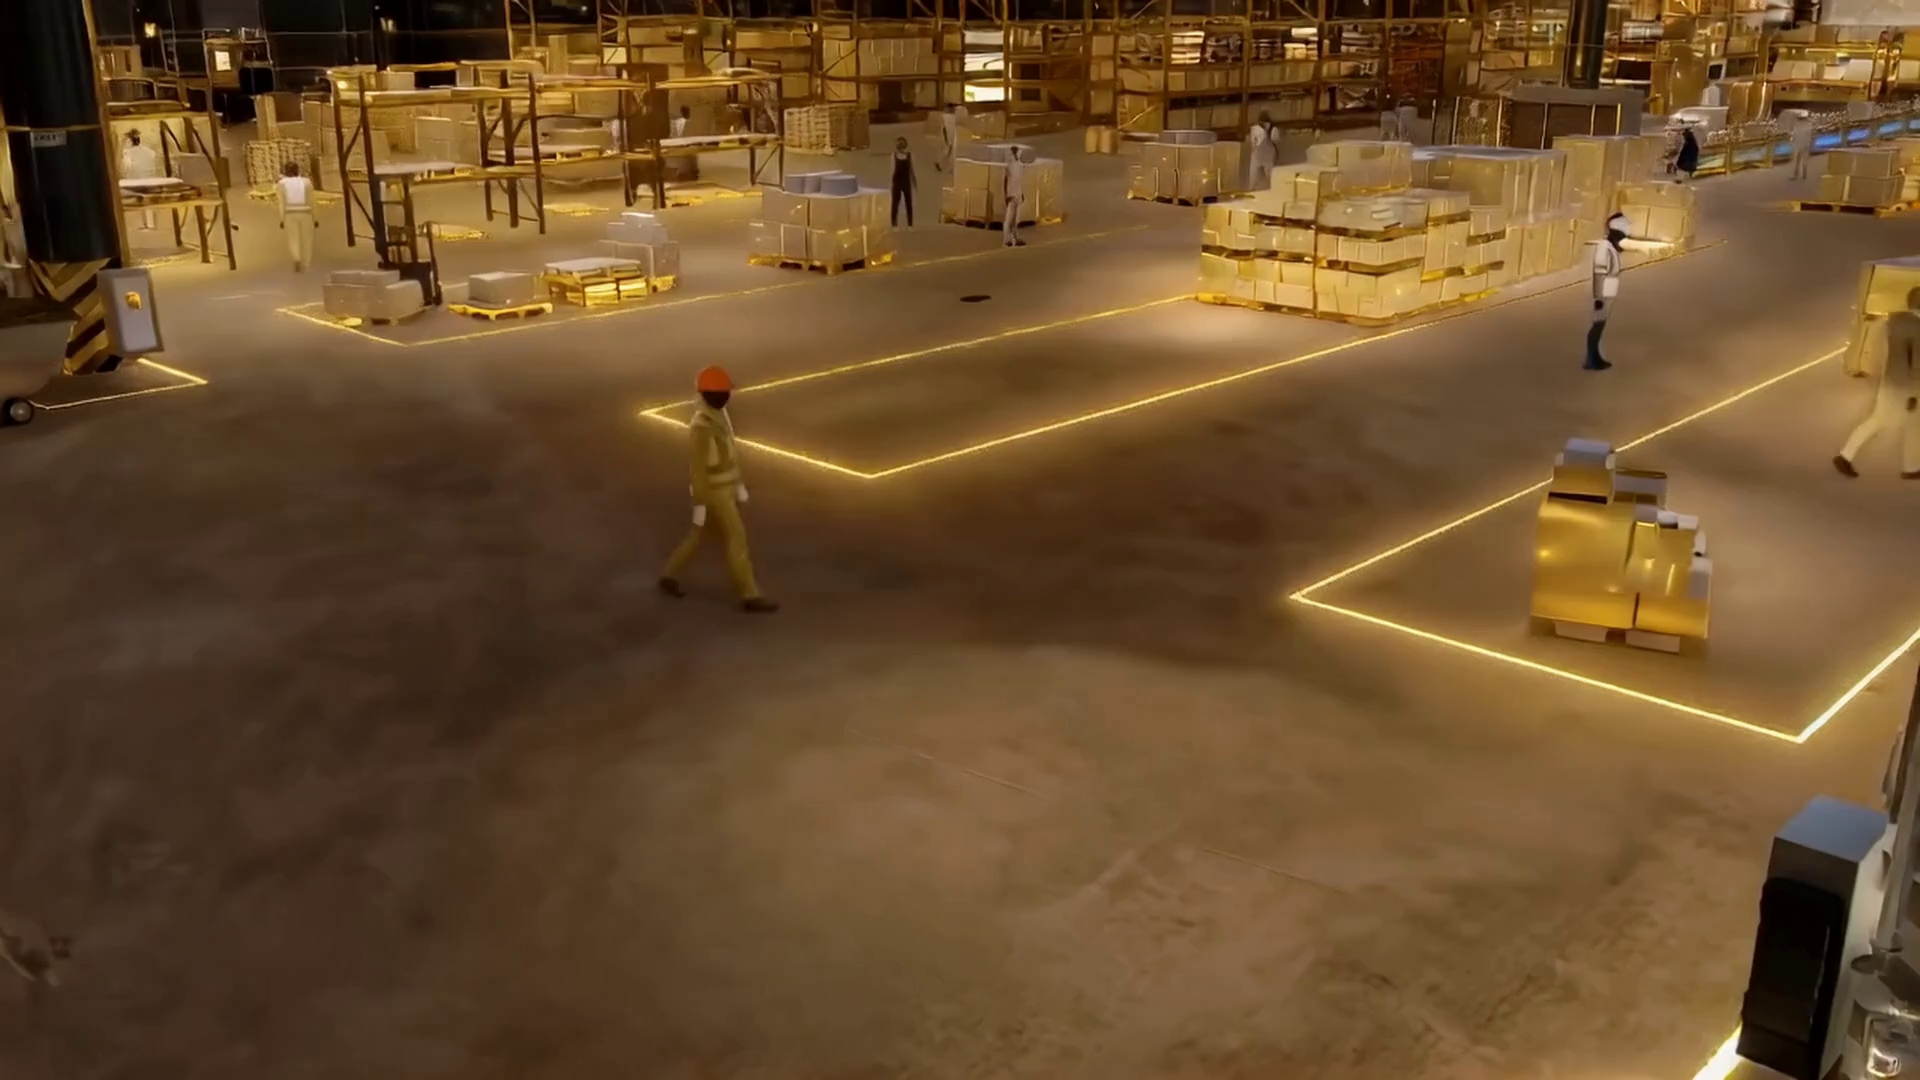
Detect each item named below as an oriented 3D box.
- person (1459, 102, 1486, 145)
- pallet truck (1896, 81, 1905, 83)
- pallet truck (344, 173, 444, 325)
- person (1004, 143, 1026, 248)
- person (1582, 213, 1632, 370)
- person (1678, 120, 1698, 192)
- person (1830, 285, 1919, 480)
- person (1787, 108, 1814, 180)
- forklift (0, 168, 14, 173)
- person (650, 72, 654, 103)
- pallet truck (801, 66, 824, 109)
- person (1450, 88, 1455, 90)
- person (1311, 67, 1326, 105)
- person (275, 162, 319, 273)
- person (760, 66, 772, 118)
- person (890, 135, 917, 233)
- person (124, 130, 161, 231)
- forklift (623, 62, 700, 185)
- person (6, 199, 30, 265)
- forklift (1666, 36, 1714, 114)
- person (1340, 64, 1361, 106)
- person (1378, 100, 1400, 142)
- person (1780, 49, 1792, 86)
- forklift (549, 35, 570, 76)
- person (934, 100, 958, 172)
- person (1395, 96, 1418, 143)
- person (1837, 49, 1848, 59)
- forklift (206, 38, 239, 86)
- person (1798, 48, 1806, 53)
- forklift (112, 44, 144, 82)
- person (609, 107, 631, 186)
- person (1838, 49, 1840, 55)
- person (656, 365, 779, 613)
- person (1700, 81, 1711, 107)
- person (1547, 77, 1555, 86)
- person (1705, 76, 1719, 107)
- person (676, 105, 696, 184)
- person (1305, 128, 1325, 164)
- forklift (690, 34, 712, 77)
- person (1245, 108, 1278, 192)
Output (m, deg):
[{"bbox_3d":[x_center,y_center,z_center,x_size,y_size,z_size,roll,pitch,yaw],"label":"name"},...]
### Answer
[{"bbox_3d":[12.191,-9.449,39.677,0.609,1.964,0.367,7,20,21],"label":"person"},{"bbox_3d":[34.802,-16.331,61.455,0.653,1.274,1.630,17,25,41],"label":"pallet truck"},{"bbox_3d":[-8.209,-4.181,23.757,0.823,1.965,1.885,3,19,9],"label":"pallet truck"},{"bbox_3d":[1.015,-6.258,30.219,0.335,1.869,0.553,14,23,36],"label":"person"},{"bbox_3d":[7.979,-3.058,20.494,0.388,1.929,0.540,14,23,35],"label":"person"},{"bbox_3d":[14.747,-7.517,33.829,0.405,1.982,0.622,6,19,17],"label":"person"},{"bbox_3d":[8.890,-1.487,15.797,0.959,1.908,0.640,-2,18,-5],"label":"person"},{"bbox_3d":[20.668,-9.725,40.845,0.583,1.745,0.534,-15,24,-38],"label":"person"},{"bbox_3d":[-24.914,-10.604,41.730,1.129,2.768,1.873,17,25,41],"label":"forklift"},{"bbox_3d":[-10.457,-14.906,56.301,0.977,1.862,0.606,0,18,1],"label":"person"},{"bbox_3d":[-4.812,-15.182,56.903,0.823,1.965,1.885,-9,21,-26],"label":"pallet truck"},{"bbox_3d":[23.006,-22.000,77.536,0.358,1.938,0.636,7,19,19],"label":"person"},{"bbox_3d":[14.508,-18.682,67.406,0.736,2.027,0.617,9,21,26],"label":"person"},{"bbox_3d":[-10.888,-5.293,27.382,0.654,1.821,0.502,-6,19,-19],"label":"person"},{"bbox_3d":[-7.083,-16.332,60.616,0.428,1.843,0.629,2,19,7],"label":"person"},{"bbox_3d":[-1.103,-6.857,32.065,0.512,1.845,0.354,-4,19,-12],"label":"person"},{"bbox_3d":[-15.898,-6.997,32.352,0.364,1.928,0.587,15,23,37],"label":"person"},{"bbox_3d":[-7.392,-10.124,40.283,1.129,2.768,1.873,17,25,41],"label":"forklift"},{"bbox_3d":[-13.303,-4.039,23.819,0.539,1.683,0.540,8,20,22],"label":"person"},{"bbox_3d":[27.341,-17.291,61.877,1.129,2.768,1.873,17,25,41],"label":"forklift"},{"bbox_3d":[15.754,-18.312,66.842,0.801,1.666,0.571,8,20,23],"label":"person"},{"bbox_3d":[11.529,-10.980,44.742,0.550,1.675,0.563,1,18,4],"label":"person"},{"bbox_3d":[40.068,-22.894,80.501,0.309,1.769,0.523,-11,21,-29],"label":"person"},{"bbox_3d":[-15.076,-17.613,62.846,1.873,2.768,1.129,4,19,13],"label":"forklift"},{"bbox_3d":[-0.275,-10.279,42.394,0.926,1.833,0.529,8,20,23],"label":"person"},{"bbox_3d":[12.215,-11.272,45.556,0.635,1.702,0.905,8,20,23],"label":"person"},{"bbox_3d":[40.860,-21.922,77.328,0.606,1.924,0.773,-2,18,-6],"label":"person"},{"bbox_3d":[-26.343,-16.562,59.682,1.873,2.768,1.129,17,25,41],"label":"forklift"},{"bbox_3d":[41.397,-23.418,81.895,0.564,1.883,1.005,16,24,39],"label":"person"},{"bbox_3d":[-26.352,-14.342,52.992,1.873,2.768,1.129,4,19,11],"label":"forklift"},{"bbox_3d":[-8.065,-9.349,39.549,0.587,1.867,0.698,16,24,40],"label":"person"},{"bbox_3d":[41.181,-22.283,78.298,0.378,1.996,0.610,14,23,36],"label":"person"},{"bbox_3d":[-1.893,-0.389,12.479,0.963,1.917,0.596,1,18,4],"label":"person"},{"bbox_3d":[24.541,-14.318,54.891,0.513,1.620,0.595,-14,23,-35],"label":"person"},{"bbox_3d":[19.008,-14.026,53.730,0.605,1.786,0.893,14,23,36],"label":"person"},{"bbox_3d":[23.687,-13.644,52.418,0.410,1.906,0.642,10,21,27],"label":"person"},{"bbox_3d":[-6.542,-9.391,39.623,0.448,1.890,0.608,-10,21,-27],"label":"person"},{"bbox_3d":[6.977,-7.077,32.576,0.547,1.938,0.379,-5,19,-14],"label":"person"},{"bbox_3d":[-10.063,-18.291,64.889,1.129,2.768,1.873,17,25,41],"label":"forklift"},{"bbox_3d":[6.778,-8.682,37.252,0.681,2.000,1.017,-7,20,-19],"label":"person"}]
